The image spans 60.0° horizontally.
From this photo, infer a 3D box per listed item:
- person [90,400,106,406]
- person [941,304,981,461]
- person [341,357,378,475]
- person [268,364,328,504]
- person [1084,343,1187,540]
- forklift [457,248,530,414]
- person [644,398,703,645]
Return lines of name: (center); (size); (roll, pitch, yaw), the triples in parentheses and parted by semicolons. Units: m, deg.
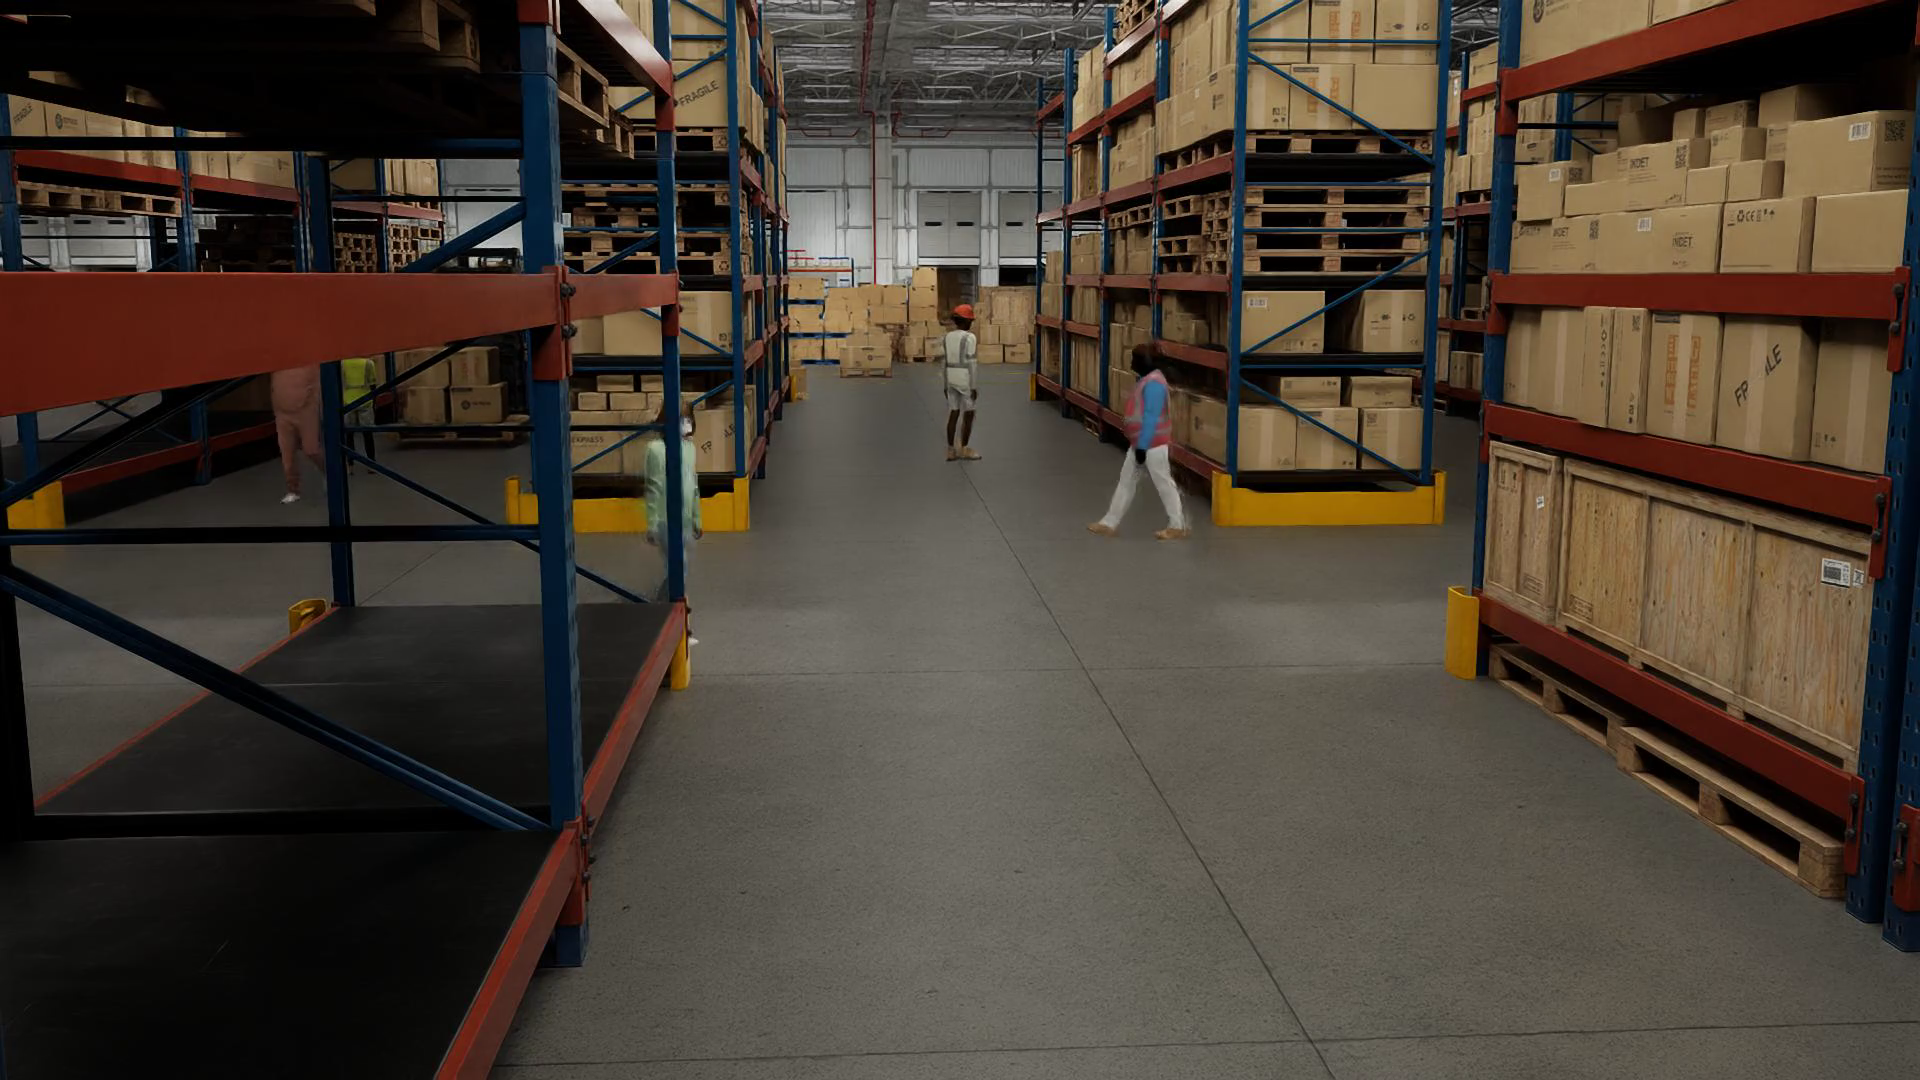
person: (-15.753, -3.426, 30.272); (0.785, 2.000, 0.708); (6, 11, 33)
person: (0.025, -2.021, 21.482); (0.449, 2.030, 0.628); (-8, 12, -42)
person: (-7.286, -1.627, 20.042); (0.541, 1.699, 0.316); (-6, 11, -33)
person: (-7.008, -1.347, 17.703); (0.650, 1.887, 0.709); (1, 9, 8)
person: (1.639, -0.879, 15.063); (0.947, 1.790, 0.647); (-1, 9, -4)
forklift: (-7.296, -3.154, 25.937); (1.129, 2.768, 1.873); (-1, 9, -4)
person: (-1.822, -0.105, 10.720); (0.348, 1.620, 0.529); (4, 10, 23)
